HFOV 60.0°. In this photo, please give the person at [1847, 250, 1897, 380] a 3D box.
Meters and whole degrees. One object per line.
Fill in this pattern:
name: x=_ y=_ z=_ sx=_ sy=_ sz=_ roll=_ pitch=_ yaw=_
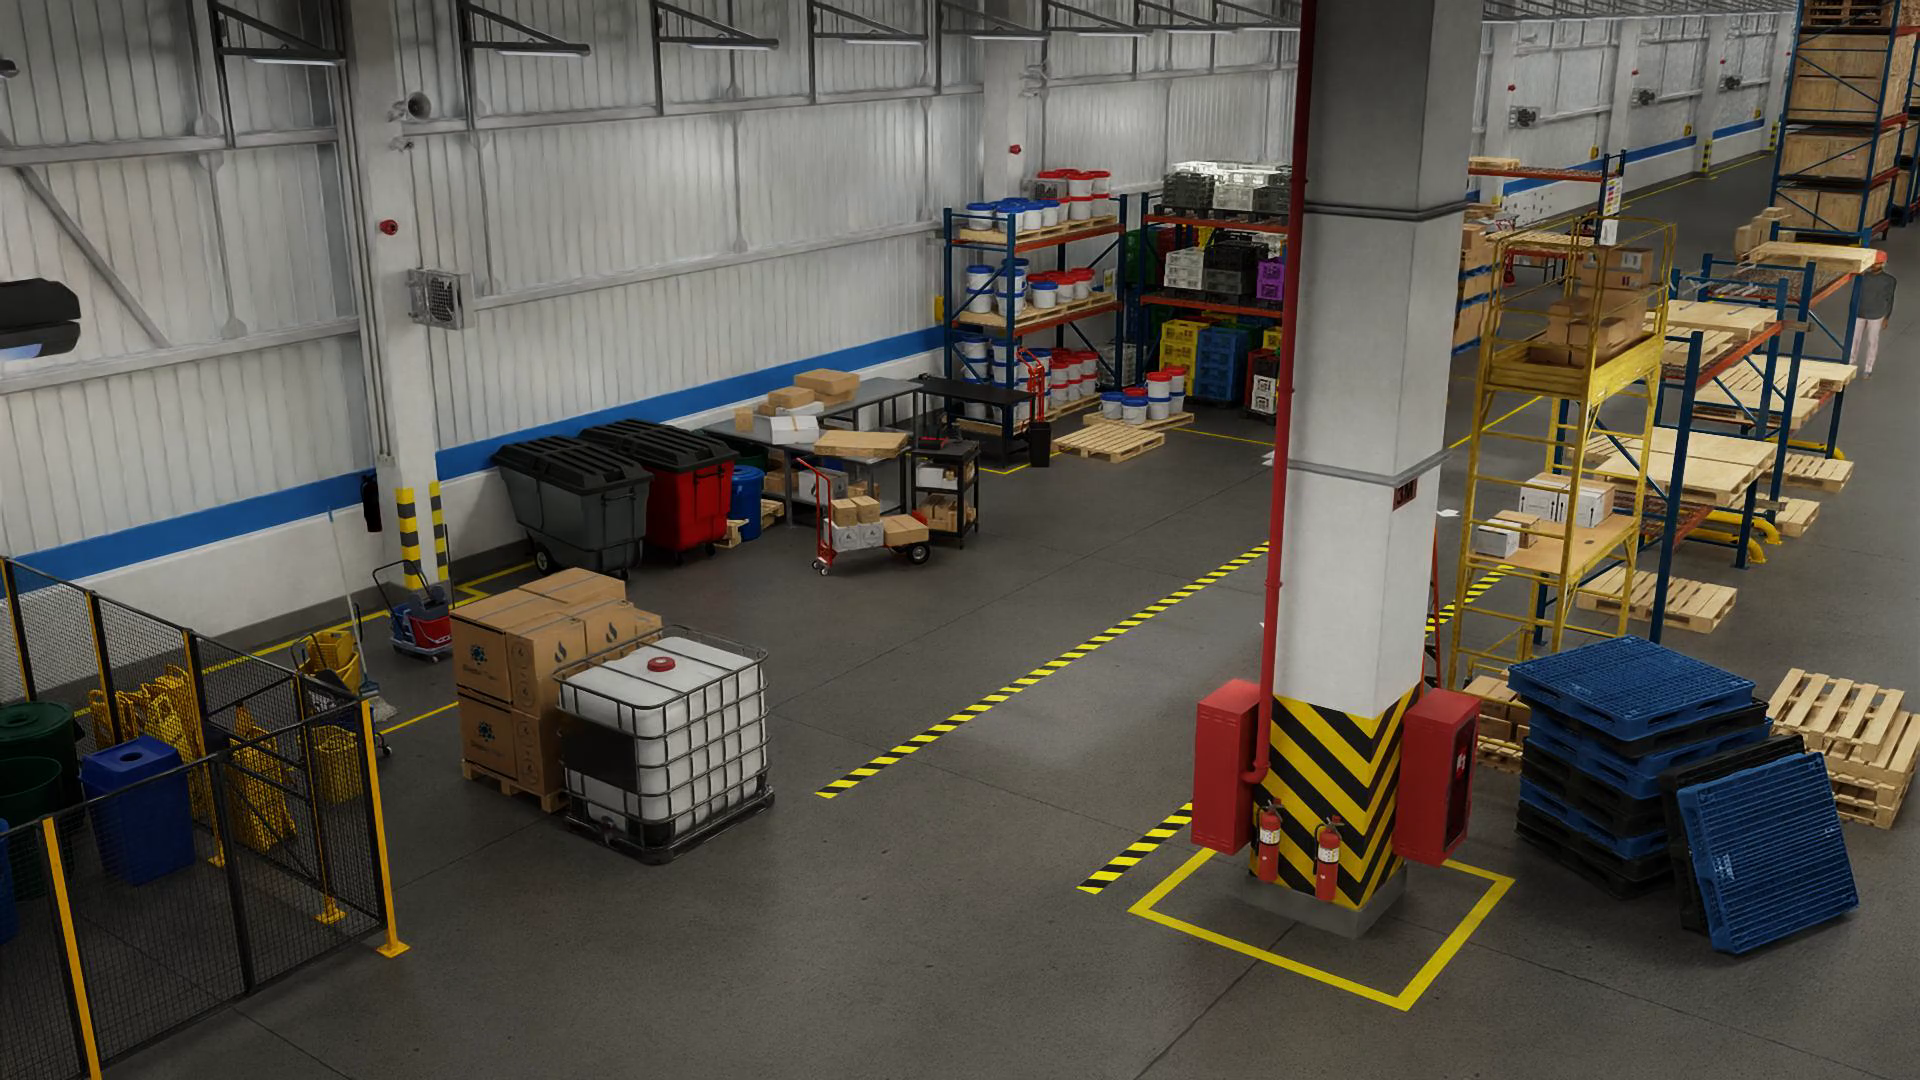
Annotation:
person: x=14.011 y=-3.470 z=25.641 sx=0.378 sy=1.996 sz=0.610 roll=-17 pitch=24 yaw=-41
